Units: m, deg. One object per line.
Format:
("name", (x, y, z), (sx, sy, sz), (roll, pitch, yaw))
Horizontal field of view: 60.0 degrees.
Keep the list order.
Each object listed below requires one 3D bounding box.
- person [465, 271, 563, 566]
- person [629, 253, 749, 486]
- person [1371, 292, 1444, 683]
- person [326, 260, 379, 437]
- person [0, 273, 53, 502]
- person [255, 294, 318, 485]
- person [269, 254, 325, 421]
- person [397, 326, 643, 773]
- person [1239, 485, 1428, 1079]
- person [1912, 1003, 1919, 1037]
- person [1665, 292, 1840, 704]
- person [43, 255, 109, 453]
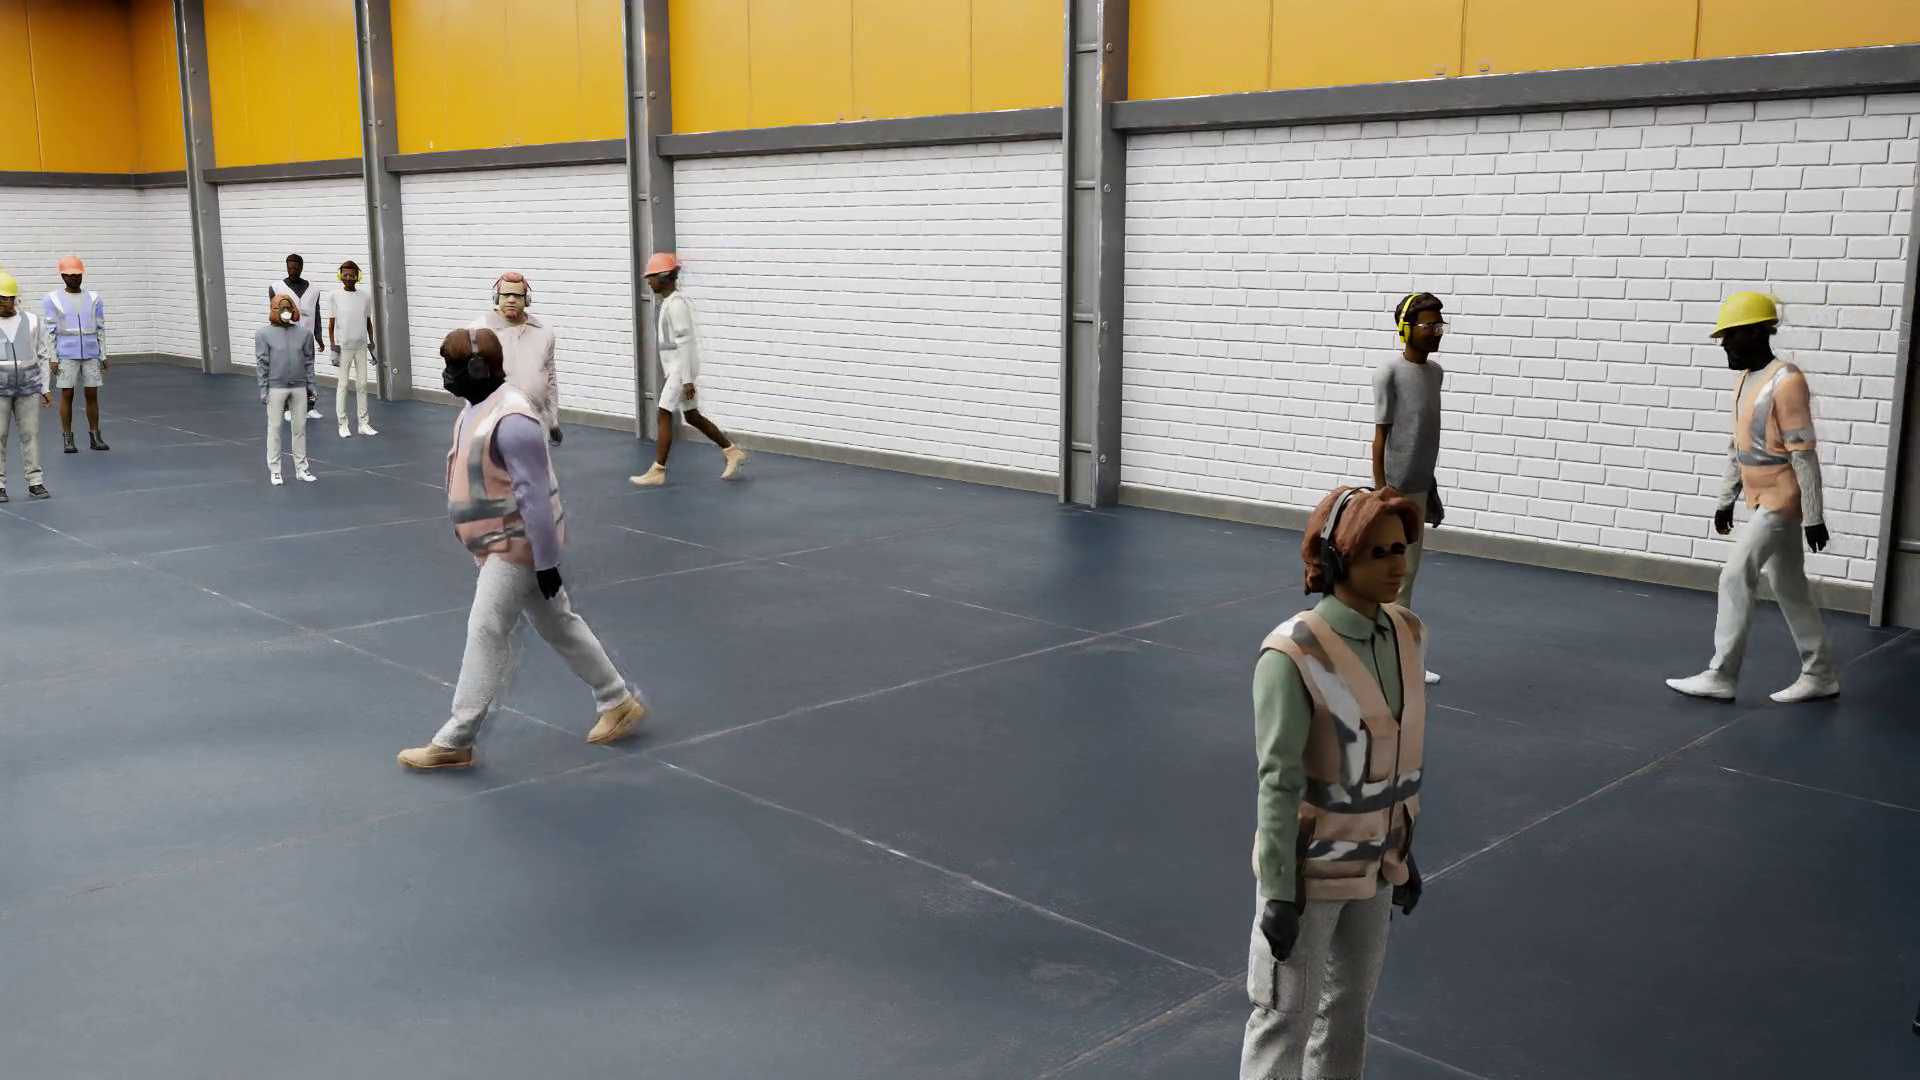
("person", (-2.817, -0.744, 10.580), (0.643, 1.905, 0.399), (-9, 14, -42))
("person", (-2.317, -1.454, 14.239), (0.995, 1.995, 0.660), (-2, 11, -13))
("person", (2.113, -0.223, 7.826), (0.517, 1.873, 0.334), (-9, 14, -42))
("person", (-6.450, -2.031, 17.702), (0.517, 1.865, 0.334), (-9, 14, -42))
("person", (-7.640, -1.226, 13.407), (0.591, 1.829, 0.404), (-9, 14, -42))
("person", (-5.792, -1.299, 14.337), (0.501, 1.633, 0.285), (-9, 14, -42))
("person", (-7.695, -2.355, 19.326), (0.590, 1.917, 0.398), (-9, 14, -42))
("person", (-1.777, 0.019, 6.776), (1.019, 1.787, 0.631), (-5, 12, -26))
("person", (0.779, 0.695, 3.444), (0.515, 1.641, 0.315), (-9, 14, -42))
("person", (2.779, 0.387, 4.322), (0.547, 1.934, 0.375), (-9, 14, -42))
("person", (3.637, -0.173, 7.537), (0.887, 1.873, 0.604), (2, 11, 12))
("person", (-8.683, -1.829, 16.396), (0.547, 1.938, 0.377), (-9, 14, -42))
